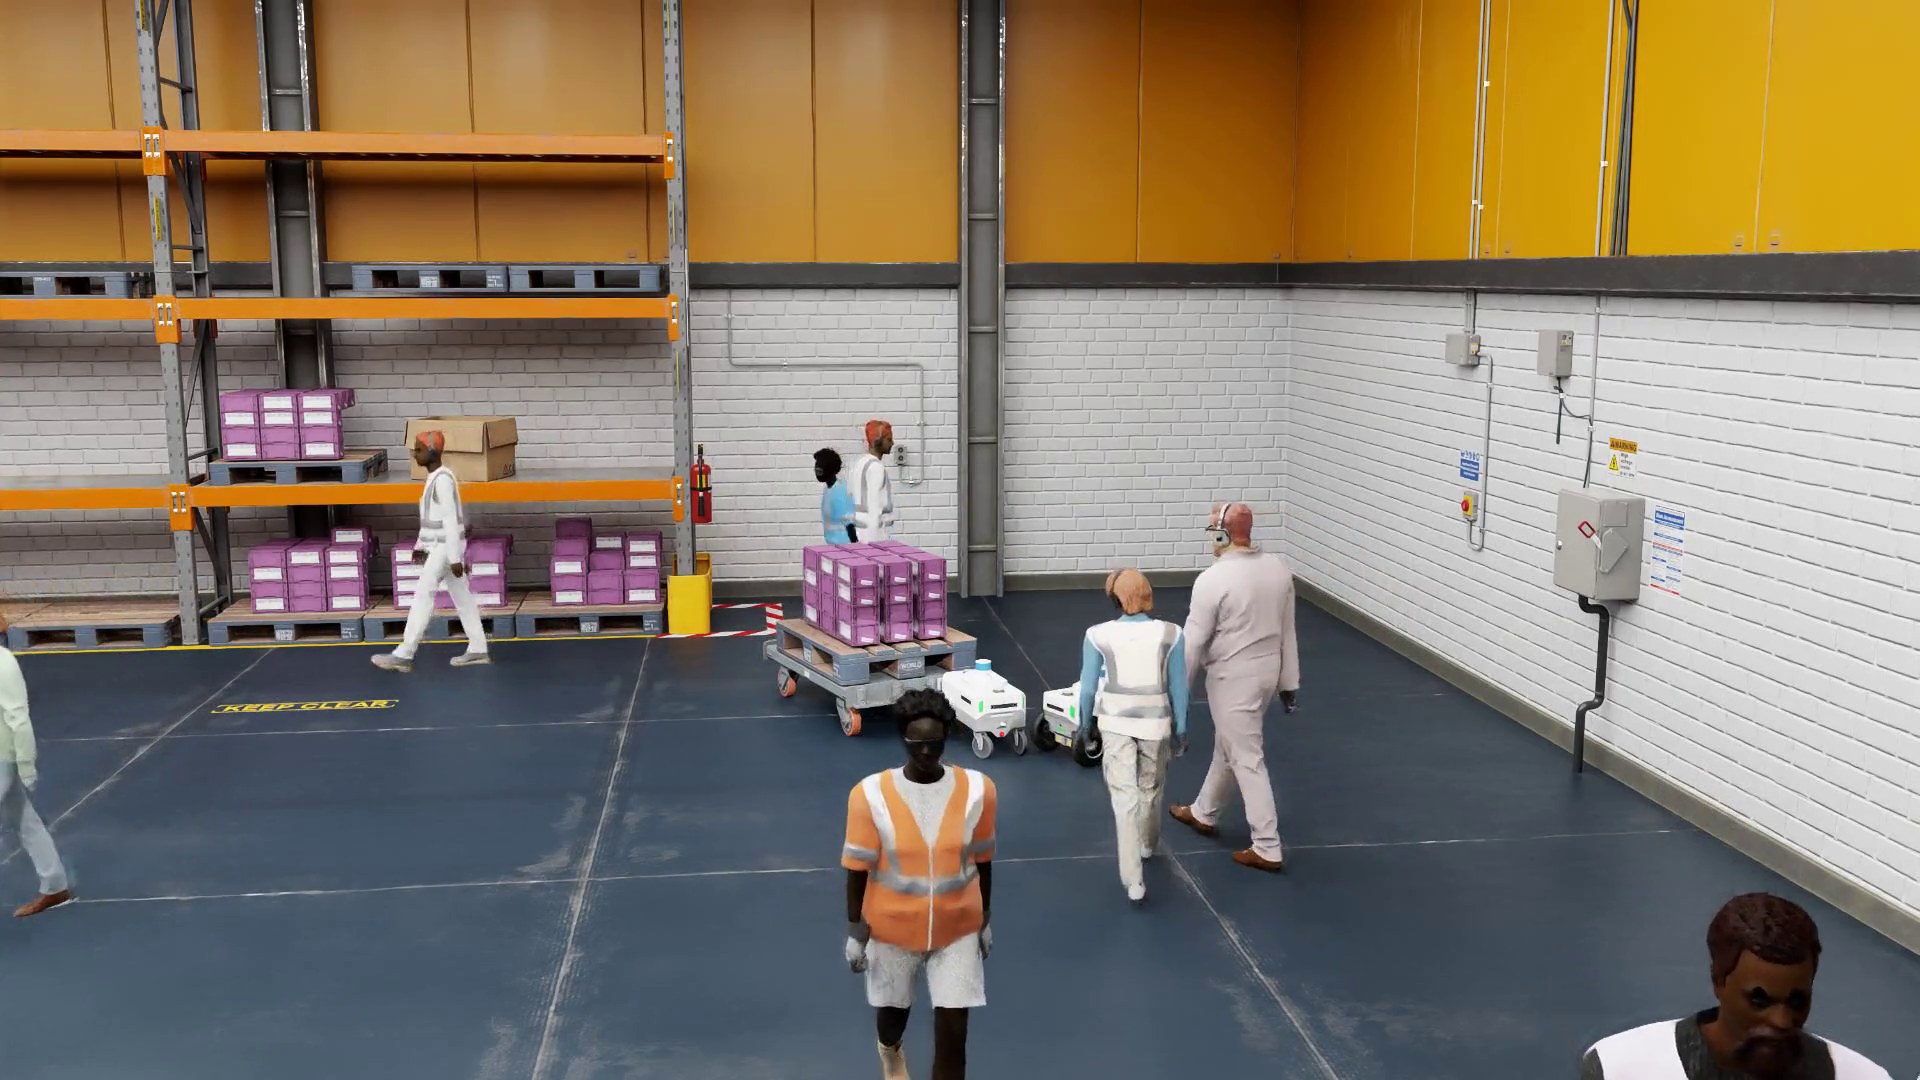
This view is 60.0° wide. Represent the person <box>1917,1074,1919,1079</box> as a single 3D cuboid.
[{"bbox_3d":[2.840,1.388,4.661,0.663,1.807,0.862,-4,10,-24],"label":"person"}]

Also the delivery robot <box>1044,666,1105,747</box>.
[{"bbox_3d":[0.882,1.037,10.481,0.707,0.478,0.477,-6,11,-33],"label":"delivery robot"}]

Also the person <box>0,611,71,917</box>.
[{"bbox_3d":[-4.514,1.029,7.600,0.515,1.593,0.836,7,11,37],"label":"person"}]

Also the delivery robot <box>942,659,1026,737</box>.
[{"bbox_3d":[0.149,1.009,10.654,0.477,0.478,0.707,-3,10,-21],"label":"delivery robot"}]

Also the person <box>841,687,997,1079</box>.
[{"bbox_3d":[-0.142,1.294,5.710,0.537,1.667,0.798,-1,9,-8],"label":"person"}]

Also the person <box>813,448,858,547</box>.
[{"bbox_3d":[-0.950,0.068,13.466,0.941,1.623,0.579,-2,9,-12],"label":"person"}]

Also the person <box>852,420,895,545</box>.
[{"bbox_3d":[-0.567,-0.035,13.375,0.769,1.859,0.590,-3,10,-18],"label":"person"}]

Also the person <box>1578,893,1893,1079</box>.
[{"bbox_3d":[1.447,1.601,3.133,0.598,1.882,0.923,2,9,12],"label":"person"}]

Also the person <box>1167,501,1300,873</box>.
[{"bbox_3d":[1.342,0.724,8.617,0.650,1.862,0.951,-8,12,-42],"label":"person"}]

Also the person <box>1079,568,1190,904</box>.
[{"bbox_3d":[0.851,0.928,8.216,0.535,1.583,0.883,0,9,2],"label":"person"}]

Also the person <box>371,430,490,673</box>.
[{"bbox_3d":[-4.073,0.089,12.694,0.944,1.835,0.582,-3,9,-15],"label":"person"}]
